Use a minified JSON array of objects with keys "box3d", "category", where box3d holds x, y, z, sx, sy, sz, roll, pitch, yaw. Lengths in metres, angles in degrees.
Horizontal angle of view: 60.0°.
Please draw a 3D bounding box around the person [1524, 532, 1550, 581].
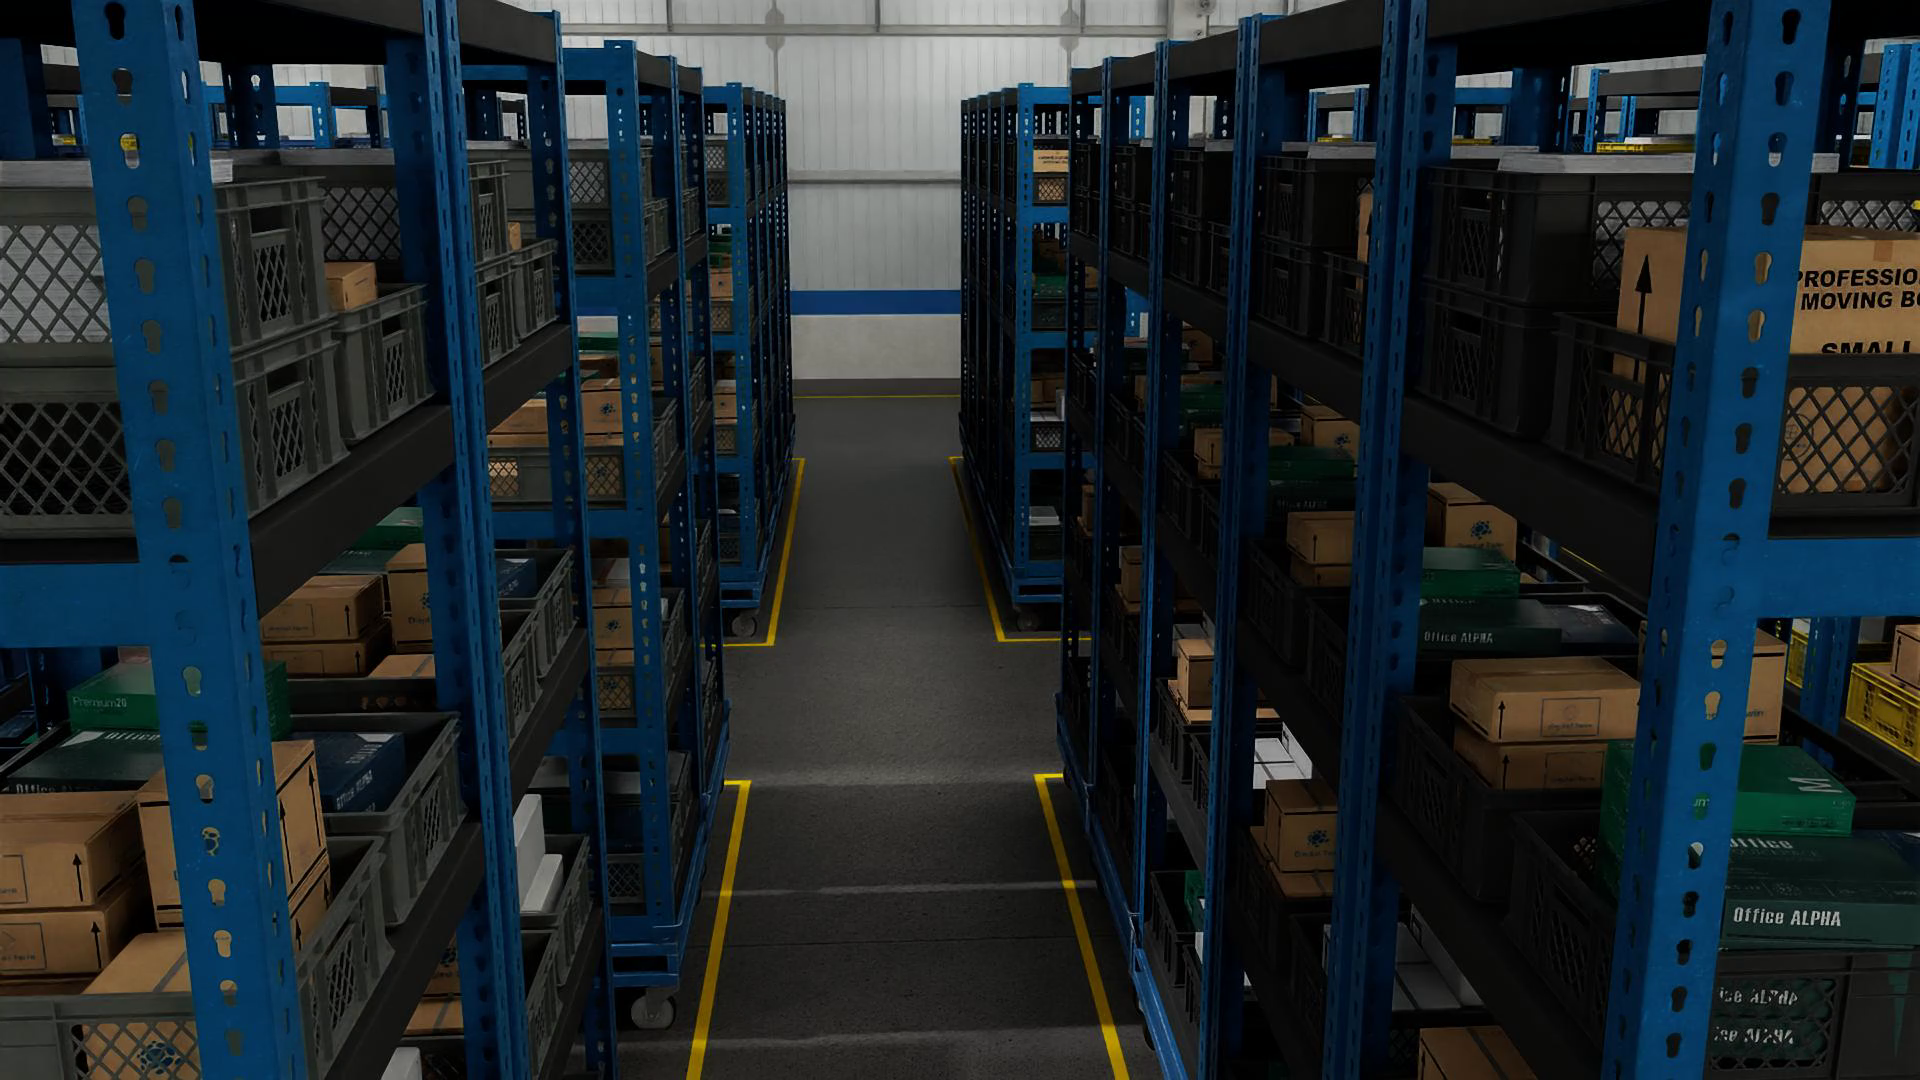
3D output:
[{"box3d":[4.068,-0.520,11.810,0.615,1.960,0.866,3,14,12],"category":"person"}]
